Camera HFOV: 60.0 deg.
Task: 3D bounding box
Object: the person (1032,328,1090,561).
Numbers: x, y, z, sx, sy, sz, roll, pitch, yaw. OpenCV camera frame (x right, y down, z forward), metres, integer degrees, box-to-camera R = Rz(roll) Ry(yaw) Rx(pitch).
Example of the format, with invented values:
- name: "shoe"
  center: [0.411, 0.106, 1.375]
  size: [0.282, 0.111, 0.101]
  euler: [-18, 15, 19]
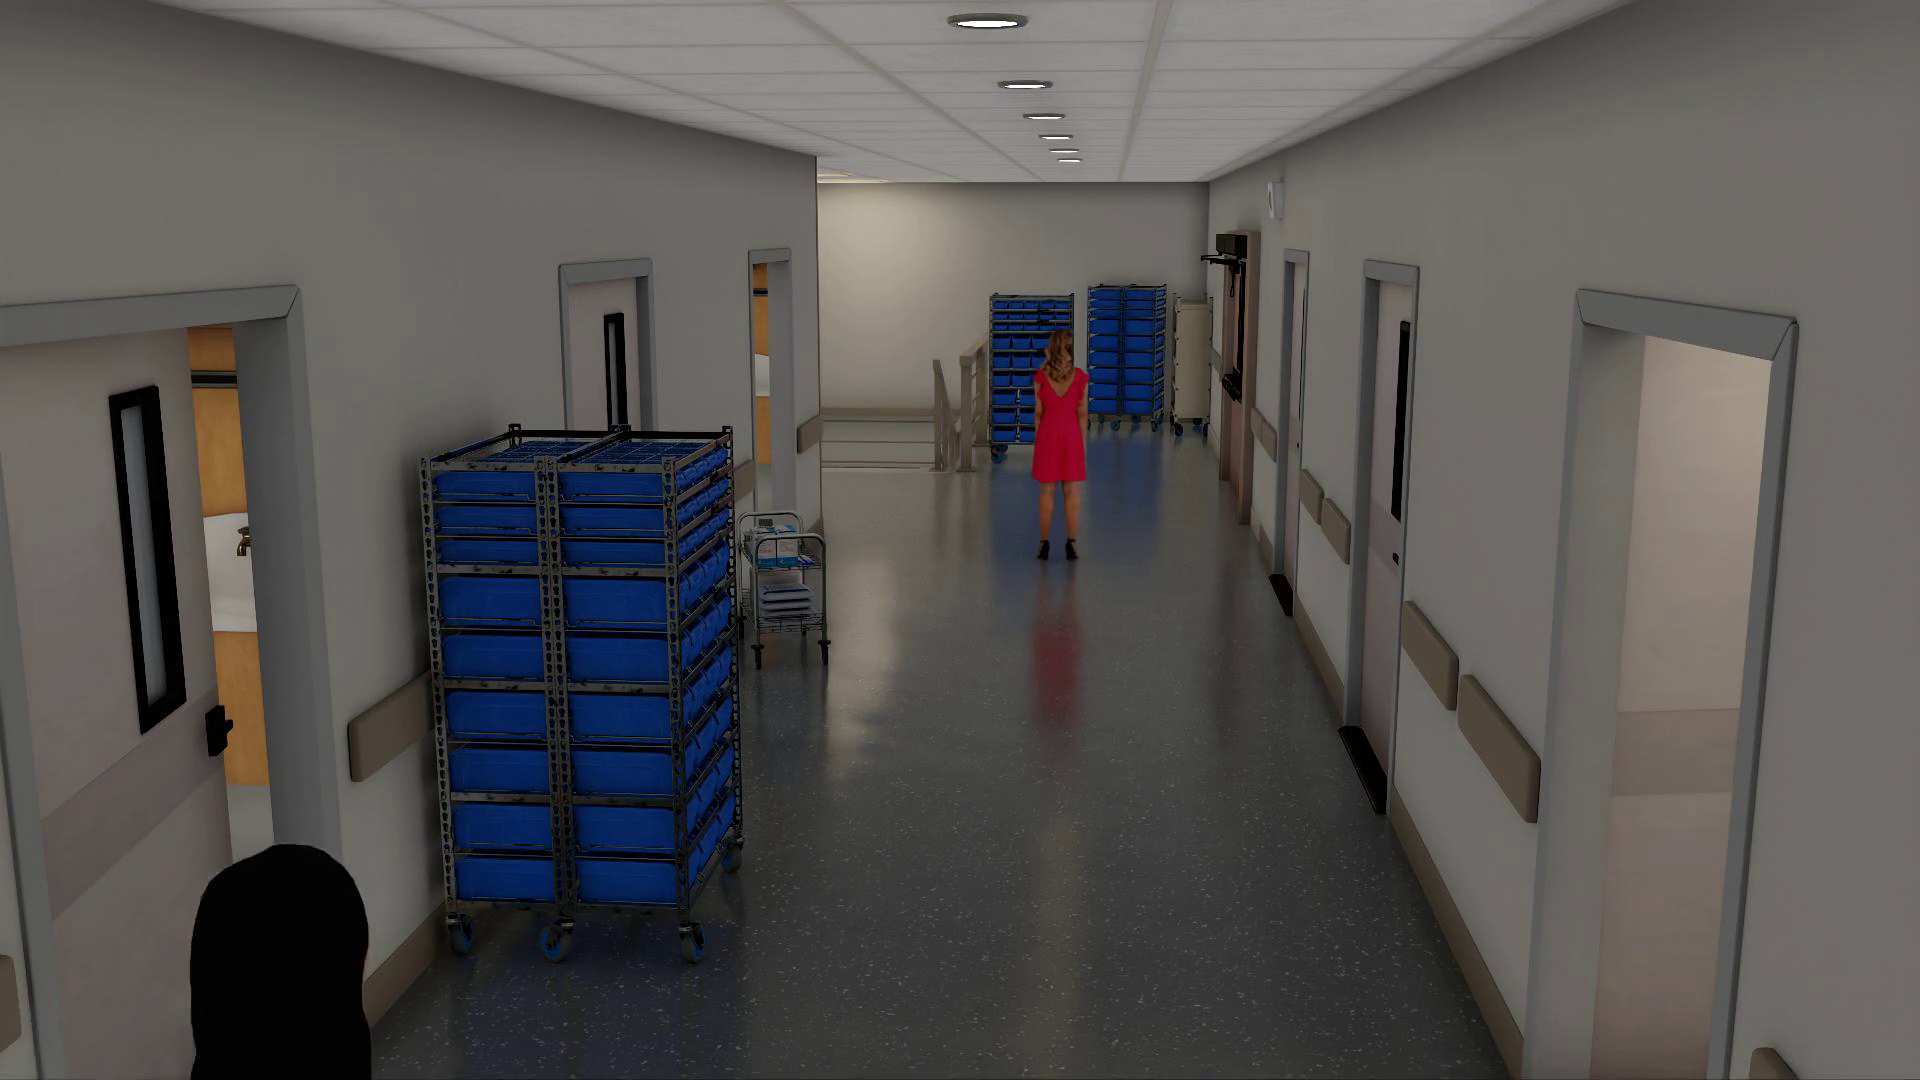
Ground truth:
- name: "person"
  center: [0.738, -0.716, 12.384]
  size: [0.565, 1.725, 0.528]
  euler: [1, 11, 4]
